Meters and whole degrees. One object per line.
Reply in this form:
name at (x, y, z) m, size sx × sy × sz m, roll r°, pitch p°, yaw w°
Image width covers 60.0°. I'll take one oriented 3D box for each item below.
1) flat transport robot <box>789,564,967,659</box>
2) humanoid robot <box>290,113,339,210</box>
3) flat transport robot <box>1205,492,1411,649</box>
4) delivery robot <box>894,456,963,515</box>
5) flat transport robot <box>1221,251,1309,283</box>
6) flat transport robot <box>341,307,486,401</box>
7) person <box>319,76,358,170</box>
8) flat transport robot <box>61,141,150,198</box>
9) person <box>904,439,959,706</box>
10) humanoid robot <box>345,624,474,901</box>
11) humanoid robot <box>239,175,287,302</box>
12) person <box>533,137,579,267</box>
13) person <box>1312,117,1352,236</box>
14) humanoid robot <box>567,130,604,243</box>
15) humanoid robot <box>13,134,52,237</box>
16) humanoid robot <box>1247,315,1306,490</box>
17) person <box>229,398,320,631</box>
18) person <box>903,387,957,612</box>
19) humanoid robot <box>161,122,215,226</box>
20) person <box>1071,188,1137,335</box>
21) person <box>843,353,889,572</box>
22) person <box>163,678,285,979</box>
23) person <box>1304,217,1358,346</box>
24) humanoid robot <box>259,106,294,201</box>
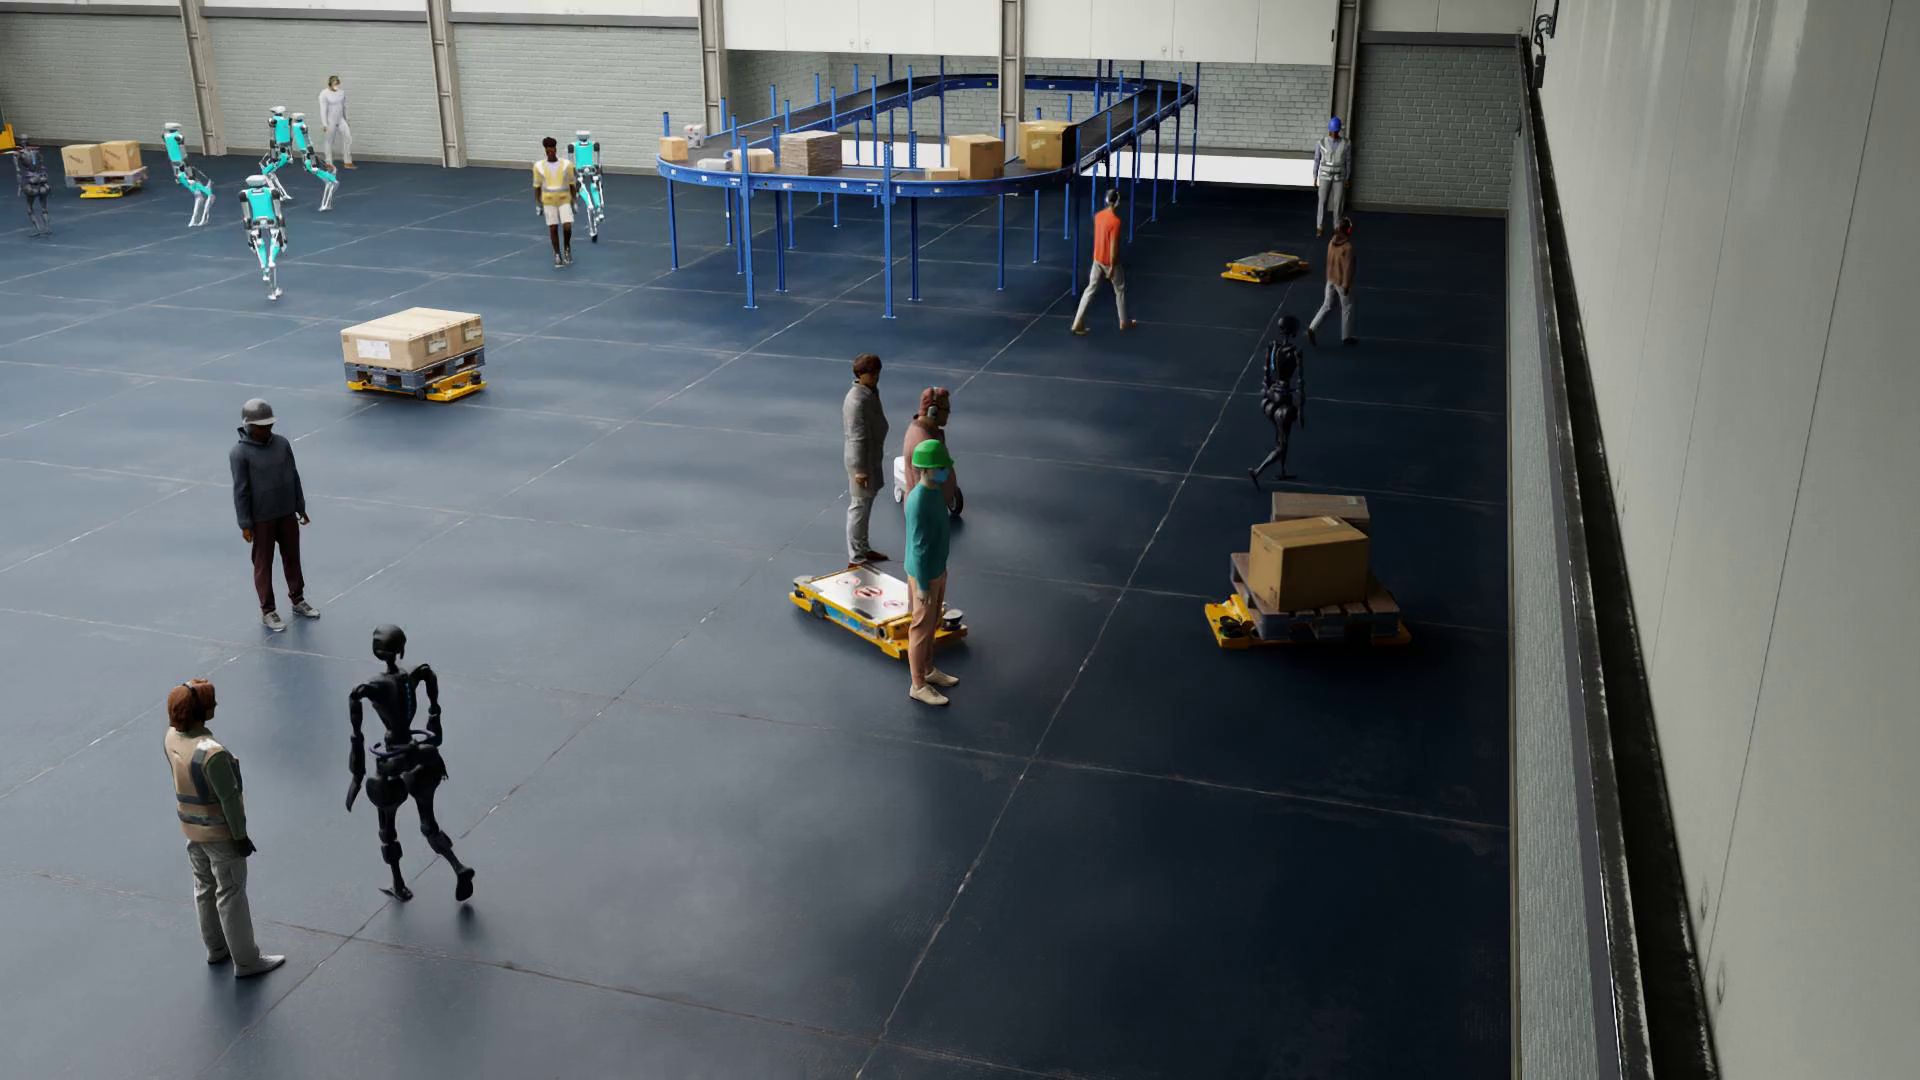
flat transport robot at (-0.647, 0.528, 12.809) m, size 0.659 × 0.231 × 1.431 m, roll -17°, pitch 27°, yaw -36°
humanoid robot at (-11.375, -6.696, 29.510) m, size 0.766 × 1.767 × 0.540 m, roll -17°, pitch 27°, yaw -37°
flat transport robot at (2.629, 0.594, 12.636) m, size 1.431 × 0.231 × 0.659 m, roll -1°, pitch 21°, yaw -3°
delivery robot at (-0.326, -0.522, 15.125) m, size 0.499 × 0.589 × 0.784 m, roll -9°, pitch 23°, yaw -22°
flat transport robot at (4.535, -4.045, 24.669) m, size 0.659 × 0.231 × 1.431 m, roll 17°, pitch 27°, yaw 37°
flat transport robot at (-6.164, -1.812, 18.878) m, size 1.431 × 0.231 × 0.659 m, roll 9°, pitch 23°, yaw 22°
person at (-12.750, -8.532, 34.051) m, size 0.837 × 1.887 × 0.749 m, roll 11°, pitch 24°, yaw 27°
flat transport robot at (-16.101, -6.681, 31.505) m, size 0.659 × 0.231 × 1.431 m, roll -3°, pitch 21°, yaw -8°
person at (-0.204, 0.206, 11.411) m, size 0.344 × 1.874 × 0.525 m, roll 5°, pitch 22°, yaw 12°
humanoid robot at (-3.000, 1.248, 9.016) m, size 0.626 × 1.638 × 0.592 m, roll 16°, pitch 26°, yaw 35°
humanoid robot at (-9.504, -4.047, 22.711) m, size 0.549 × 1.760 × 1.041 m, roll -4°, pitch 22°, yaw -11°
person at (-6.067, -5.071, 24.994) m, size 0.636 × 1.947 × 0.443 m, roll -4°, pitch 21°, yaw -11°
person at (6.105, -5.958, 27.324) m, size 0.616 × 1.934 × 0.412 m, roll 2°, pitch 21°, yaw 4°
humanoid robot at (-5.978, -5.700, 26.965) m, size 0.541 × 1.774 × 0.980 m, roll -10°, pitch 23°, yaw -23°
humanoid robot at (-15.232, -5.833, 27.351) m, size 0.417 × 1.636 × 0.612 m, roll 8°, pitch 22°, yaw 20°
humanoid robot at (2.975, -1.308, 15.647) m, size 0.689 × 1.637 × 0.608 m, roll -11°, pitch 24°, yaw -26°
person at (-5.204, -0.206, 12.580) m, size 0.381 × 1.806 × 0.550 m, roll 15°, pitch 26°, yaw 34°
person at (-0.223, -0.230, 12.536) m, size 0.395 × 1.892 × 0.643 m, roll 0°, pitch 21°, yaw 0°
humanoid robot at (-13.002, -6.181, 28.188) m, size 0.542 × 1.803 × 0.728 m, roll 15°, pitch 26°, yaw 34°
person at (1.849, -3.551, 21.187) m, size 1.029 × 1.857 × 0.476 m, roll -17°, pitch 27°, yaw -37°
person at (-0.767, -0.638, 13.671) m, size 0.367 × 1.827 × 0.505 m, roll 4°, pitch 21°, yaw 11°
person at (-3.792, 1.468, 8.460) m, size 0.513 × 1.641 × 0.306 m, roll 14°, pitch 25°, yaw 33°
person at (4.644, -3.185, 20.545) m, size 0.759 × 1.624 × 0.469 m, roll -12°, pitch 24°, yaw -29°
humanoid robot at (-12.426, -7.001, 30.110) m, size 0.735 × 1.677 × 0.533 m, roll 7°, pitch 22°, yaw 18°
